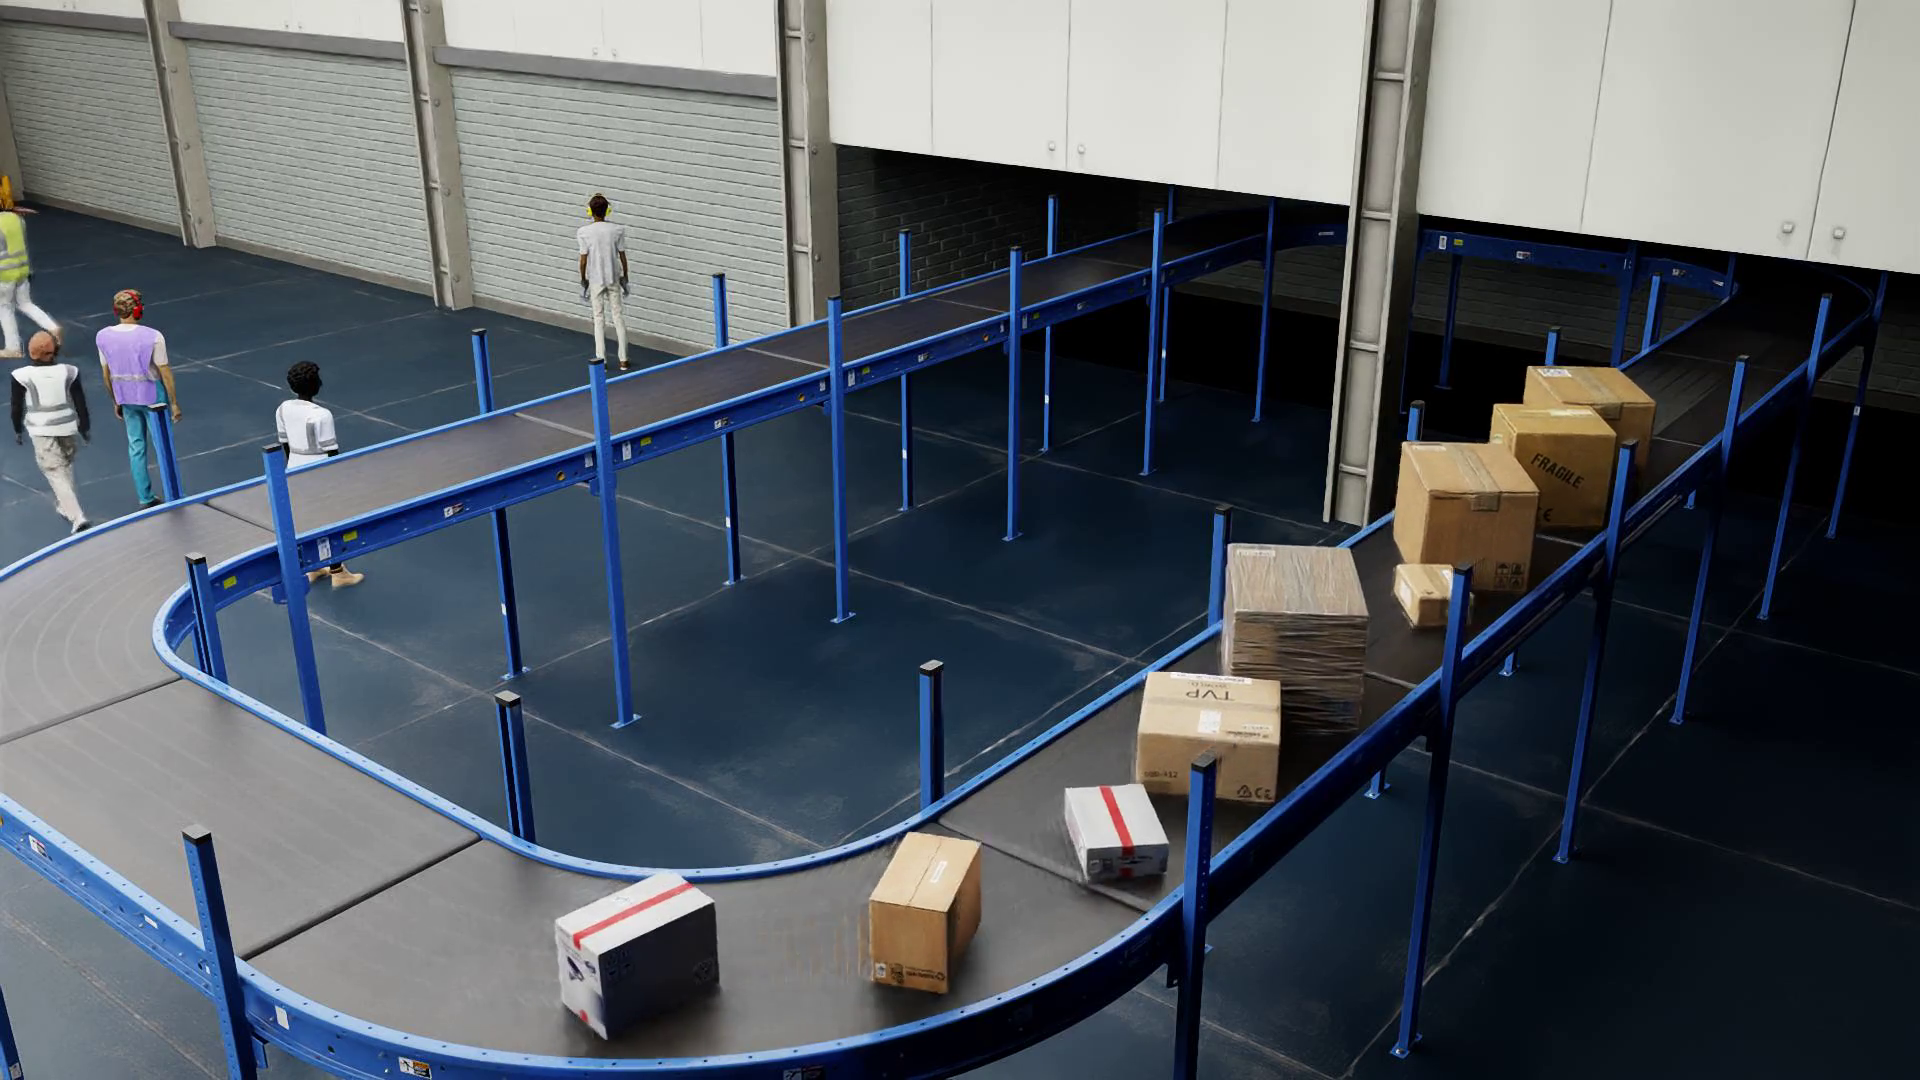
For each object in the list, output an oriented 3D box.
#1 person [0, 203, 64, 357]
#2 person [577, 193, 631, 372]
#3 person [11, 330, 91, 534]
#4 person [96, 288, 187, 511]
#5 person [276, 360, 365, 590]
[{"bbox_3d":[-10.219,-2.865,18.002,0.654,1.813,0.662,4,22,10],"label":"person"},{"bbox_3d":[-3.747,-2.703,17.506,0.538,1.869,0.313,-9,23,-21],"label":"person"},{"bbox_3d":[-7.177,-0.859,13.185,0.815,1.595,0.521,19,28,39],"label":"person"},{"bbox_3d":[-6.628,-1.115,13.502,0.567,1.845,0.386,1,22,3],"label":"person"},{"bbox_3d":[-4.665,-0.470,12.064,0.540,1.695,0.317,11,24,27],"label":"person"}]
